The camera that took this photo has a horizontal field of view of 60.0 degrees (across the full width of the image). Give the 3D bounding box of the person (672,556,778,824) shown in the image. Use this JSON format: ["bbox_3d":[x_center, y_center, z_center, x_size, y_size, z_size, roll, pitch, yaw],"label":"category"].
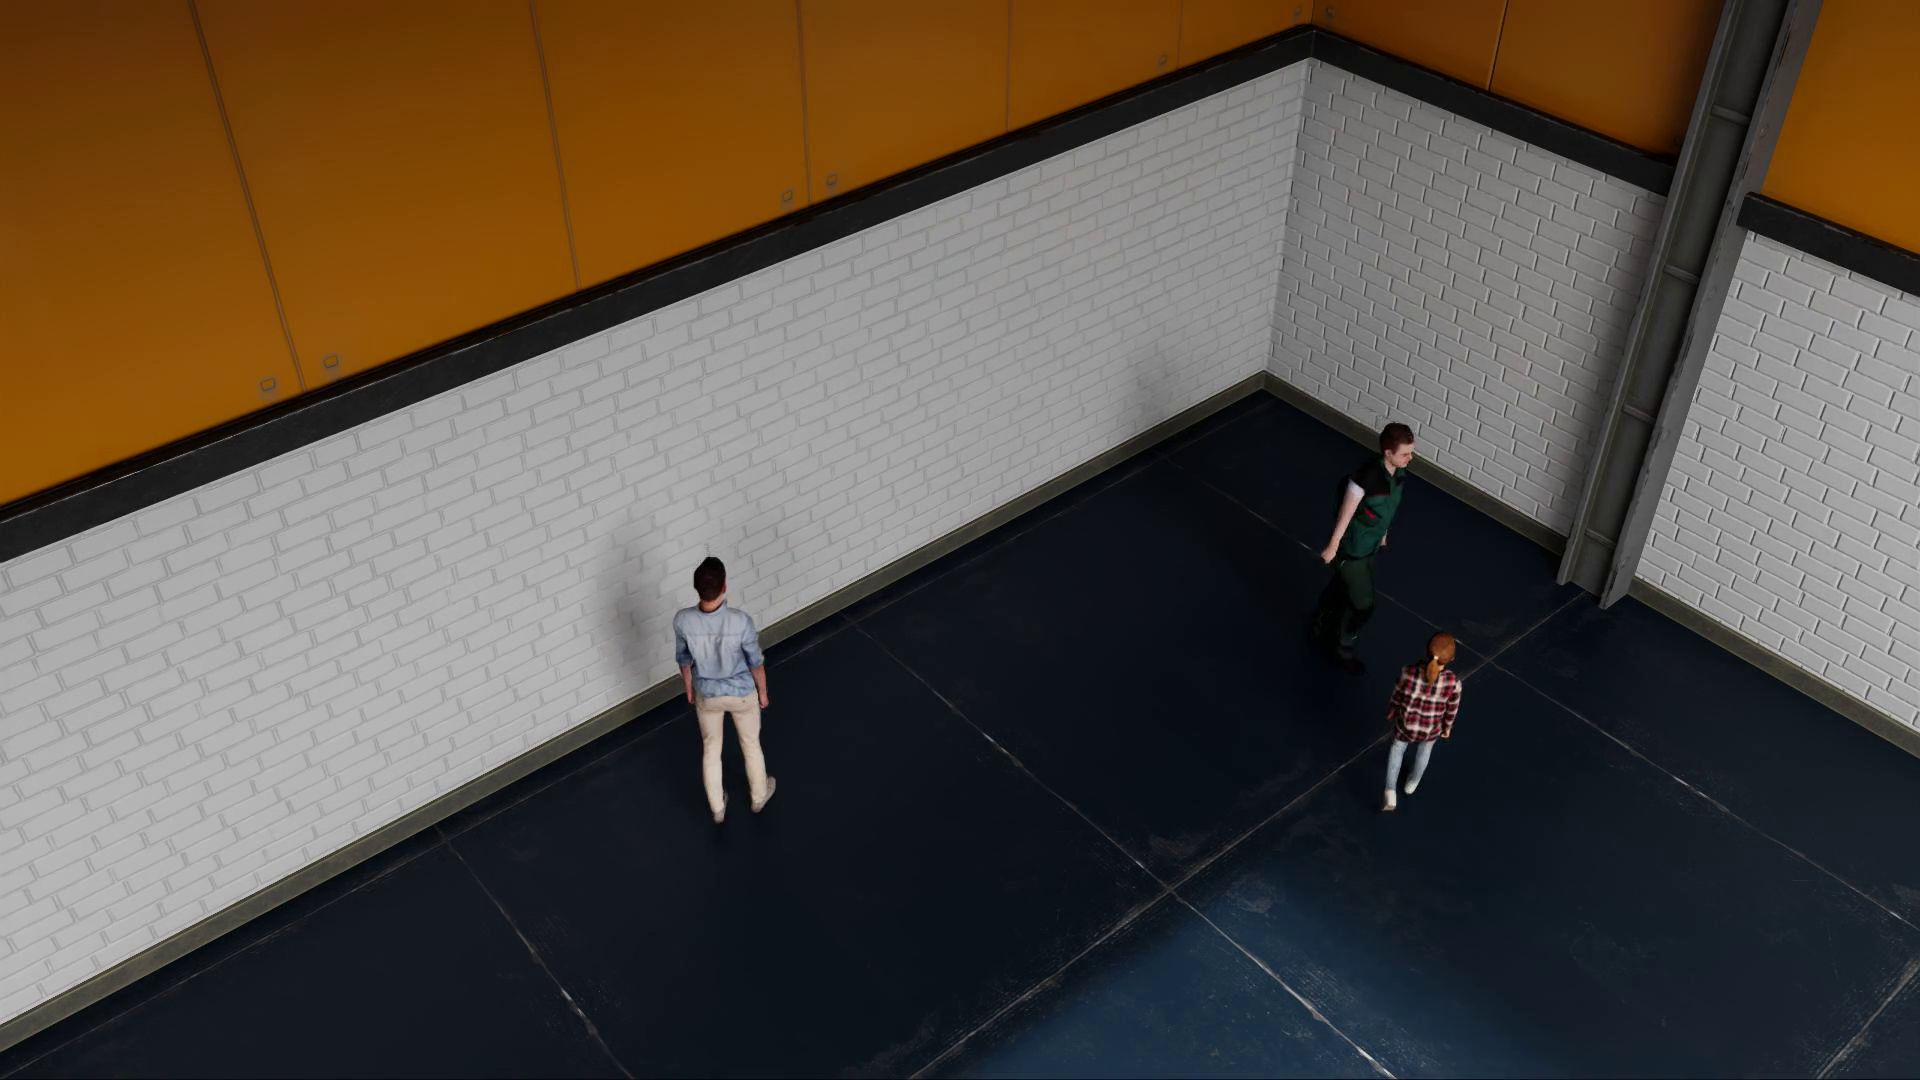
[{"bbox_3d":[-1.333,0.846,9.454,0.780,1.855,0.842,4,39,5],"label":"person"}]

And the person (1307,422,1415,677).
[{"bbox_3d":[2.455,-0.012,10.565,0.801,1.809,0.760,31,48,33],"label":"person"}]

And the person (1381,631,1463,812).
[{"bbox_3d":[2.656,1.071,9.621,0.807,1.295,0.801,14,41,16],"label":"person"}]
